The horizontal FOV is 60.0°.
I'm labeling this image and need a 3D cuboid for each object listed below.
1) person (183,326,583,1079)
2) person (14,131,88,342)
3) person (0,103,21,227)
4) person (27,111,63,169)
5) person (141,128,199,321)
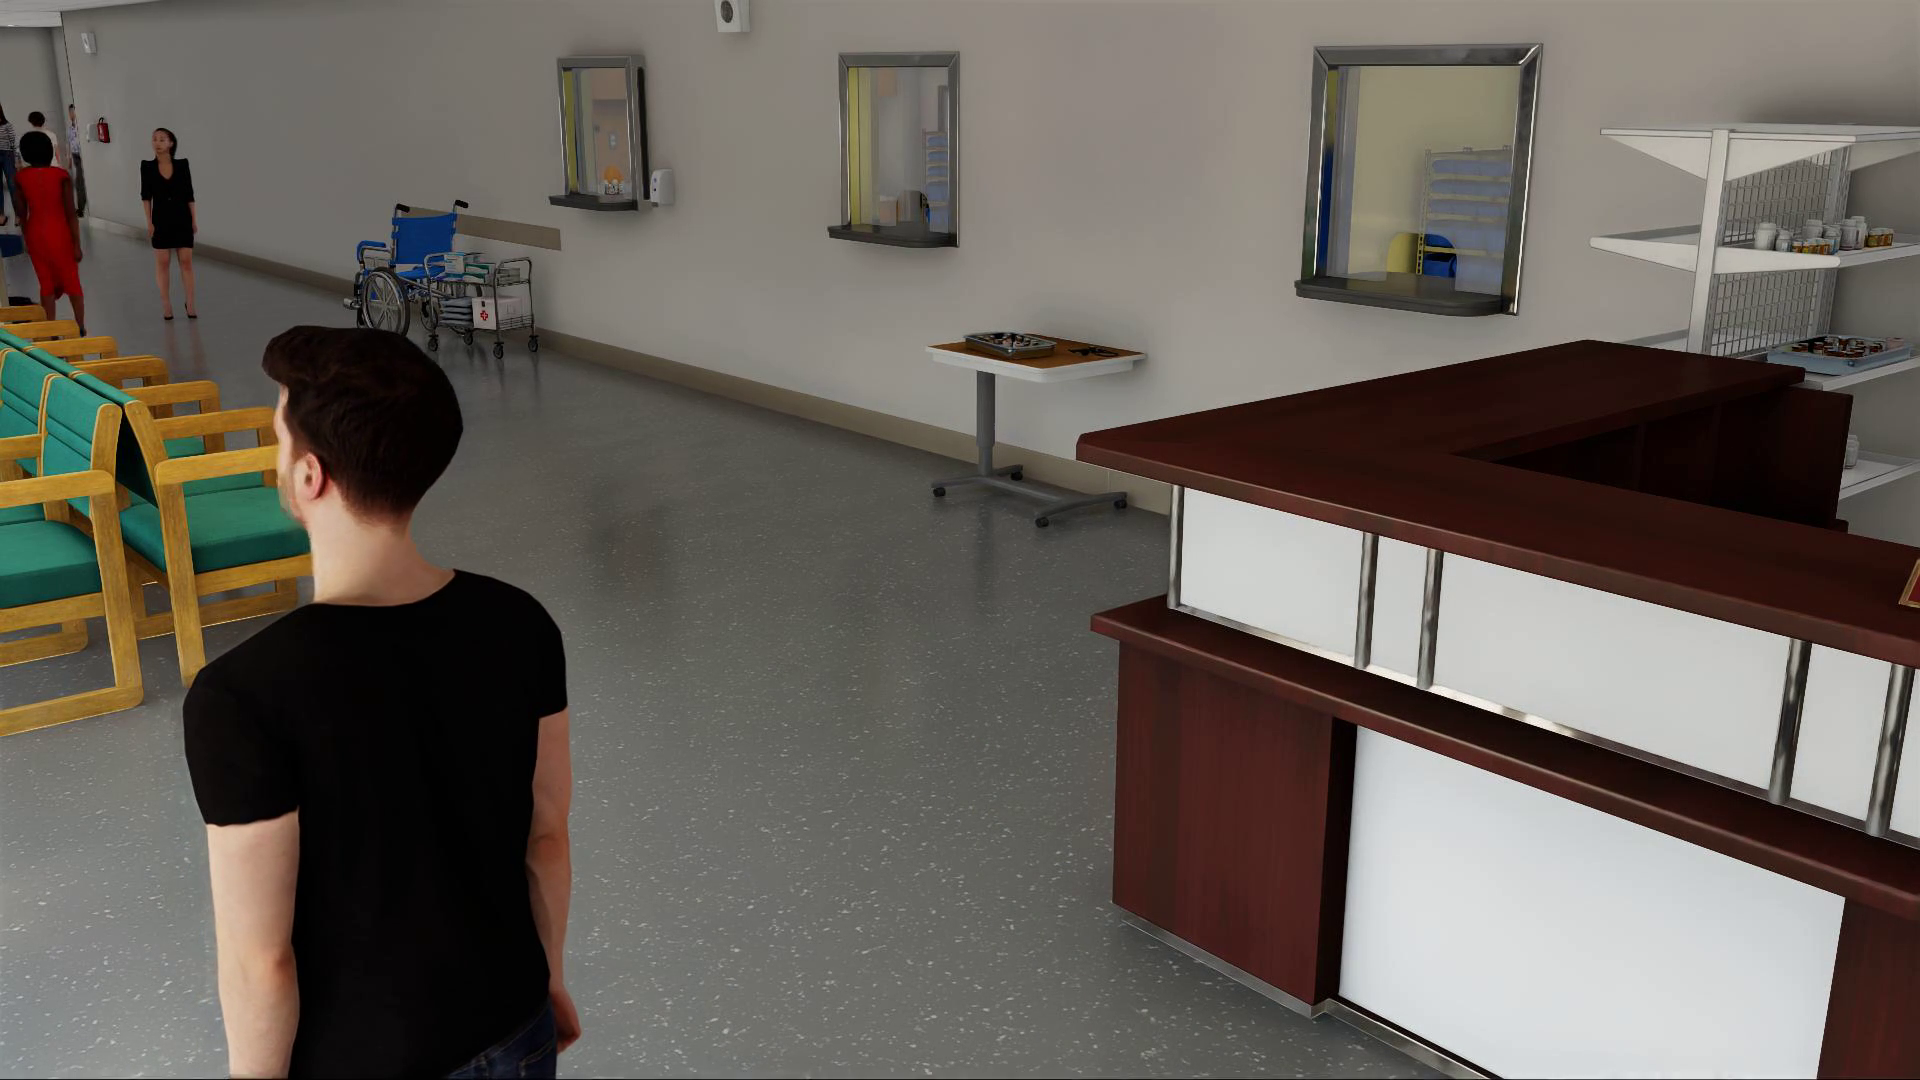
[{"bbox_3d":[-0.696,0.667,2.162,0.765,1.898,0.569,13,20,38],"label":"person"},{"bbox_3d":[-7.049,-2.250,12.873,1.127,1.700,0.915,-5,17,-18],"label":"person"},{"bbox_3d":[-13.810,-5.430,23.978,0.585,1.794,0.728,-5,16,-17],"label":"person"},{"bbox_3d":[-12.636,-5.086,23.046,0.779,1.639,0.644,-12,20,-37],"label":"person"},{"bbox_3d":[-7.092,-2.833,14.947,0.502,1.696,0.679,-9,18,-30],"label":"person"}]
